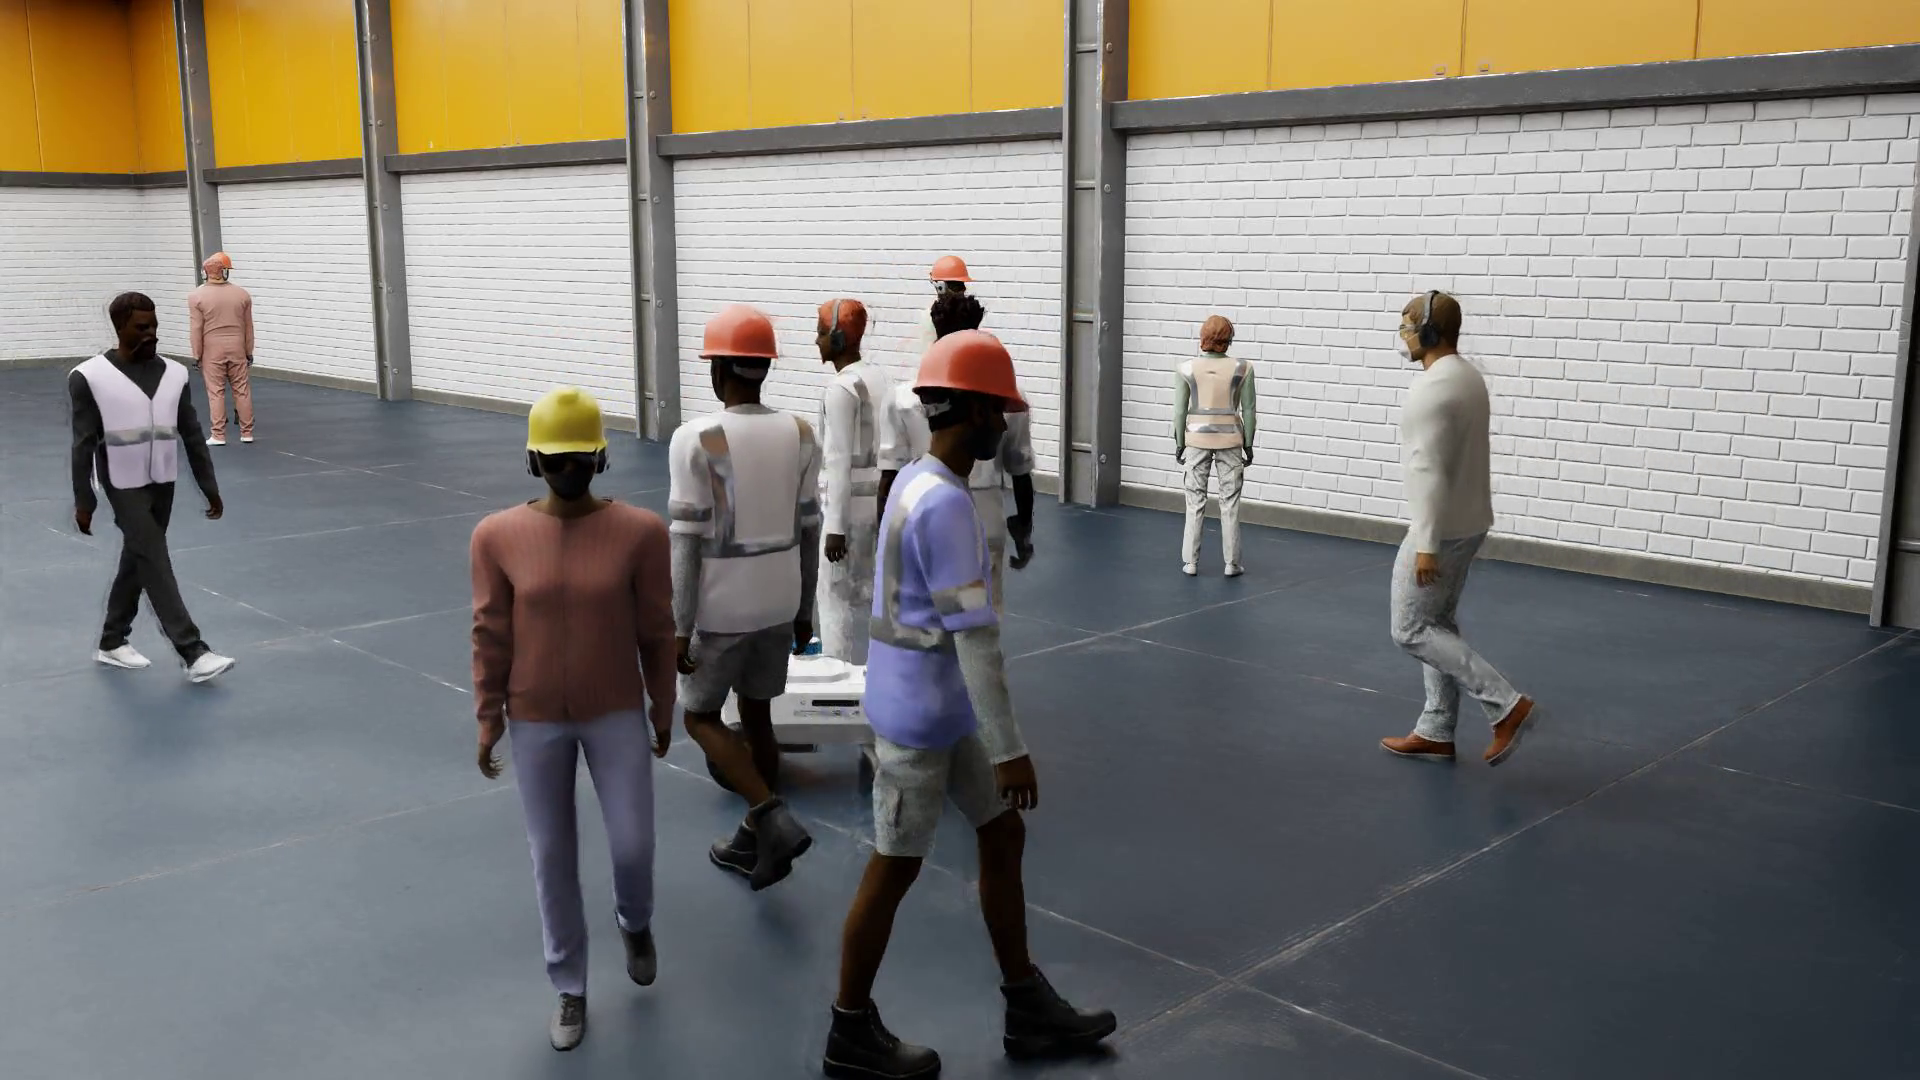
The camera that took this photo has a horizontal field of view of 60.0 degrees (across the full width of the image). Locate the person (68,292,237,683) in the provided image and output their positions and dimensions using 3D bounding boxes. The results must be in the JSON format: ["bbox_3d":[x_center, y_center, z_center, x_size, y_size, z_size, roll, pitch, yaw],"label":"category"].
[{"bbox_3d":[-3.887,-0.254,8.010,1.020,1.860,0.618,5,11,24],"label":"person"}]

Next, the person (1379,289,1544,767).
[{"bbox_3d":[1.974,-0.013,6.530,0.608,1.922,0.660,6,12,31],"label":"person"}]

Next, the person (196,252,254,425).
[{"bbox_3d":[-8.311,-2.269,18.799,0.551,1.934,0.373,0,10,2],"label":"person"}]

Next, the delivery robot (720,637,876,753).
[{"bbox_3d":[-0.600,0.624,6.540,0.707,0.478,0.477,0,10,-1],"label":"delivery robot"}]

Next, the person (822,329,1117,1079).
[{"bbox_3d":[0.050,0.437,4.149,0.893,1.887,0.586,0,10,1],"label":"person"}]

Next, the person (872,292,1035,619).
[{"bbox_3d":[-0.015,-0.033,6.707,0.636,1.904,1.017,0,10,1],"label":"person"}]

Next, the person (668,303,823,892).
[{"bbox_3d":[-0.664,0.210,5.334,0.558,1.918,0.553,-9,14,-40],"label":"person"}]

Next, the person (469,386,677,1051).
[{"bbox_3d":[-1.014,0.464,4.412,0.528,1.758,0.406,-1,10,-8],"label":"person"}]

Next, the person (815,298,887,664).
[{"bbox_3d":[-0.407,-0.125,7.312,0.660,1.870,0.587,2,11,12],"label":"person"}]

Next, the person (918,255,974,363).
[{"bbox_3d":[-0.091,-0.988,11.655,0.396,1.992,0.623,3,11,18],"label":"person"}]

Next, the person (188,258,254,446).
[{"bbox_3d":[-7.521,-1.909,16.943,0.638,1.902,0.406,-10,14,-43],"label":"person"}]

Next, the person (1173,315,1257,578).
[{"bbox_3d":[1.585,-0.576,10.378,0.514,1.641,0.309,2,11,12],"label":"person"}]
